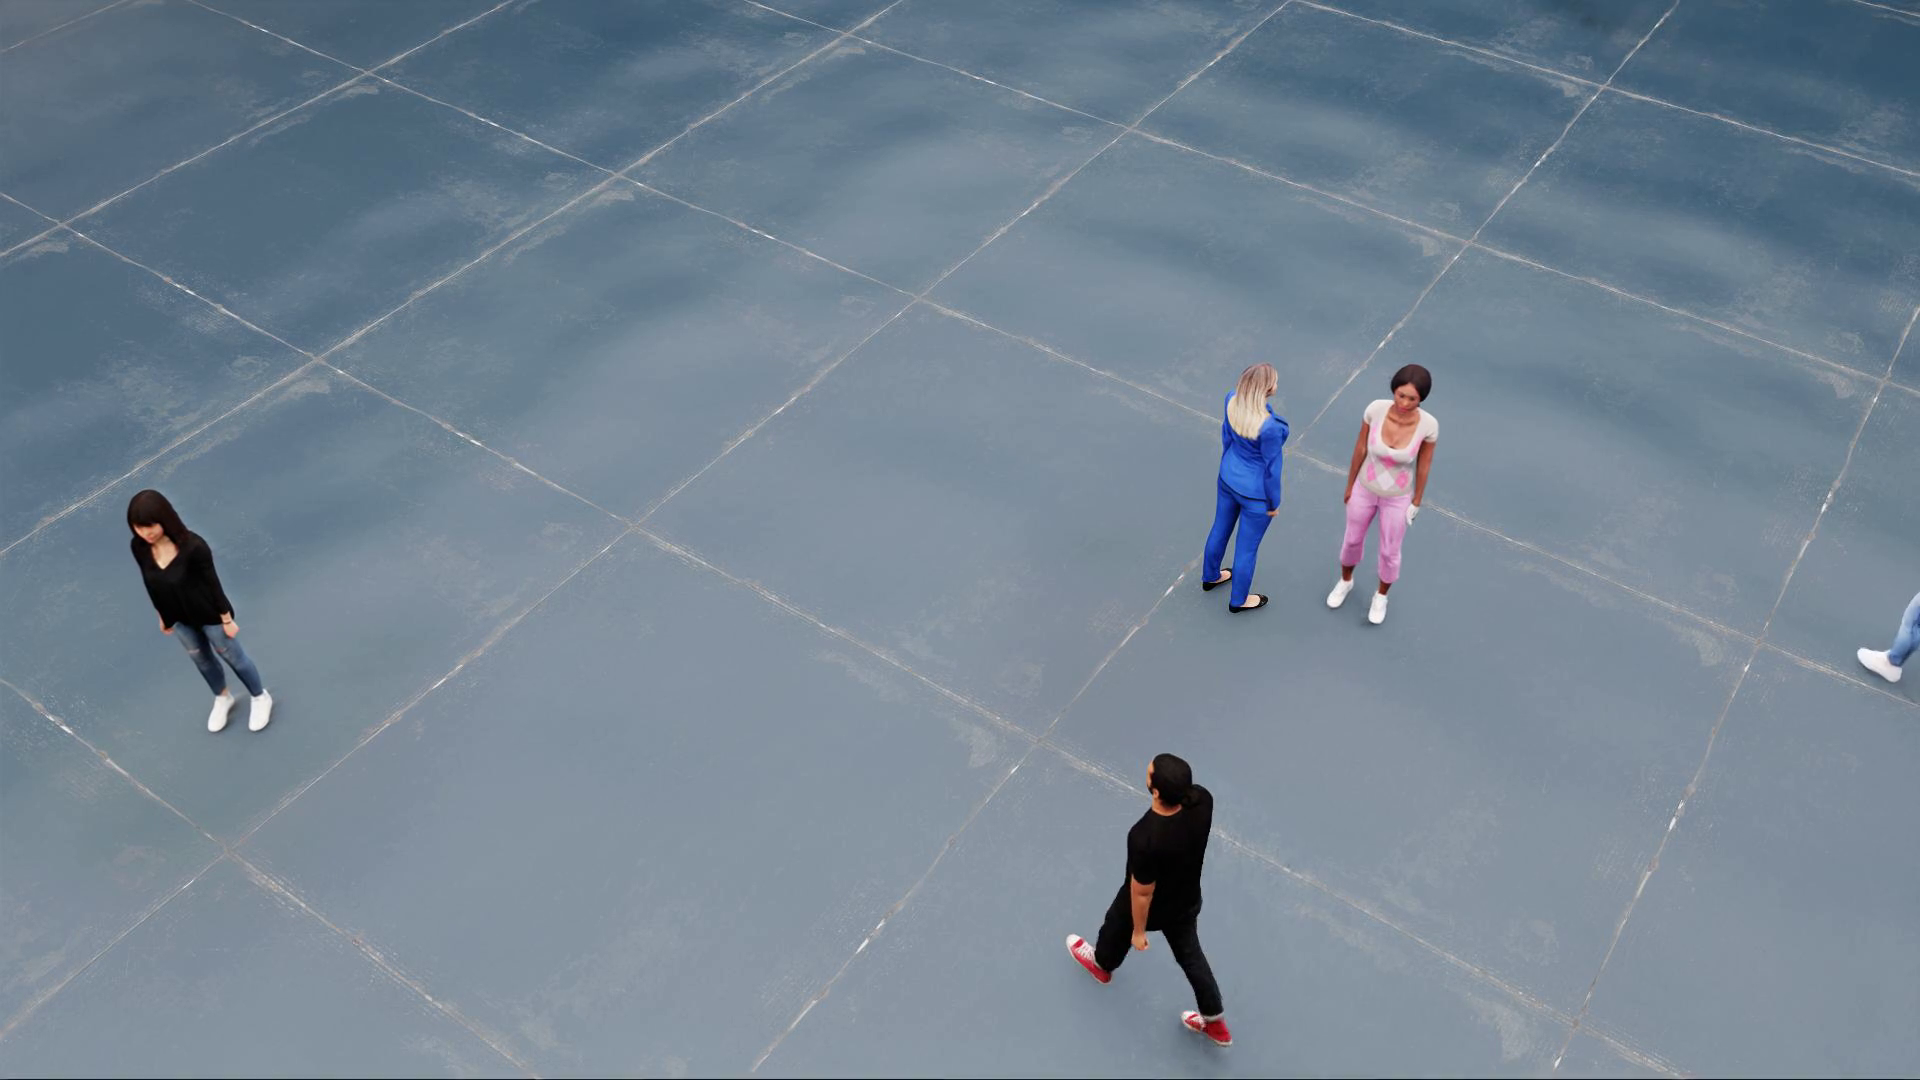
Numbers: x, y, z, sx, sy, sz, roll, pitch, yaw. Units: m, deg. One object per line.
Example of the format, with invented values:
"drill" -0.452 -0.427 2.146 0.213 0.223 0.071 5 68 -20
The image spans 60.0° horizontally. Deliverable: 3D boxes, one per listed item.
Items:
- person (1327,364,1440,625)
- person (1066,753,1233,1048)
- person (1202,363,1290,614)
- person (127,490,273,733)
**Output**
"person" 2.348 -0.265 9.225 0.487 1.741 0.649 19 46 19
"person" 0.942 1.598 7.244 0.812 1.723 1.212 -32 52 -30
"person" 1.590 -0.294 9.285 0.751 1.701 0.622 -23 48 -23
"person" -3.969 0.354 8.633 0.598 1.645 0.694 3 43 3
